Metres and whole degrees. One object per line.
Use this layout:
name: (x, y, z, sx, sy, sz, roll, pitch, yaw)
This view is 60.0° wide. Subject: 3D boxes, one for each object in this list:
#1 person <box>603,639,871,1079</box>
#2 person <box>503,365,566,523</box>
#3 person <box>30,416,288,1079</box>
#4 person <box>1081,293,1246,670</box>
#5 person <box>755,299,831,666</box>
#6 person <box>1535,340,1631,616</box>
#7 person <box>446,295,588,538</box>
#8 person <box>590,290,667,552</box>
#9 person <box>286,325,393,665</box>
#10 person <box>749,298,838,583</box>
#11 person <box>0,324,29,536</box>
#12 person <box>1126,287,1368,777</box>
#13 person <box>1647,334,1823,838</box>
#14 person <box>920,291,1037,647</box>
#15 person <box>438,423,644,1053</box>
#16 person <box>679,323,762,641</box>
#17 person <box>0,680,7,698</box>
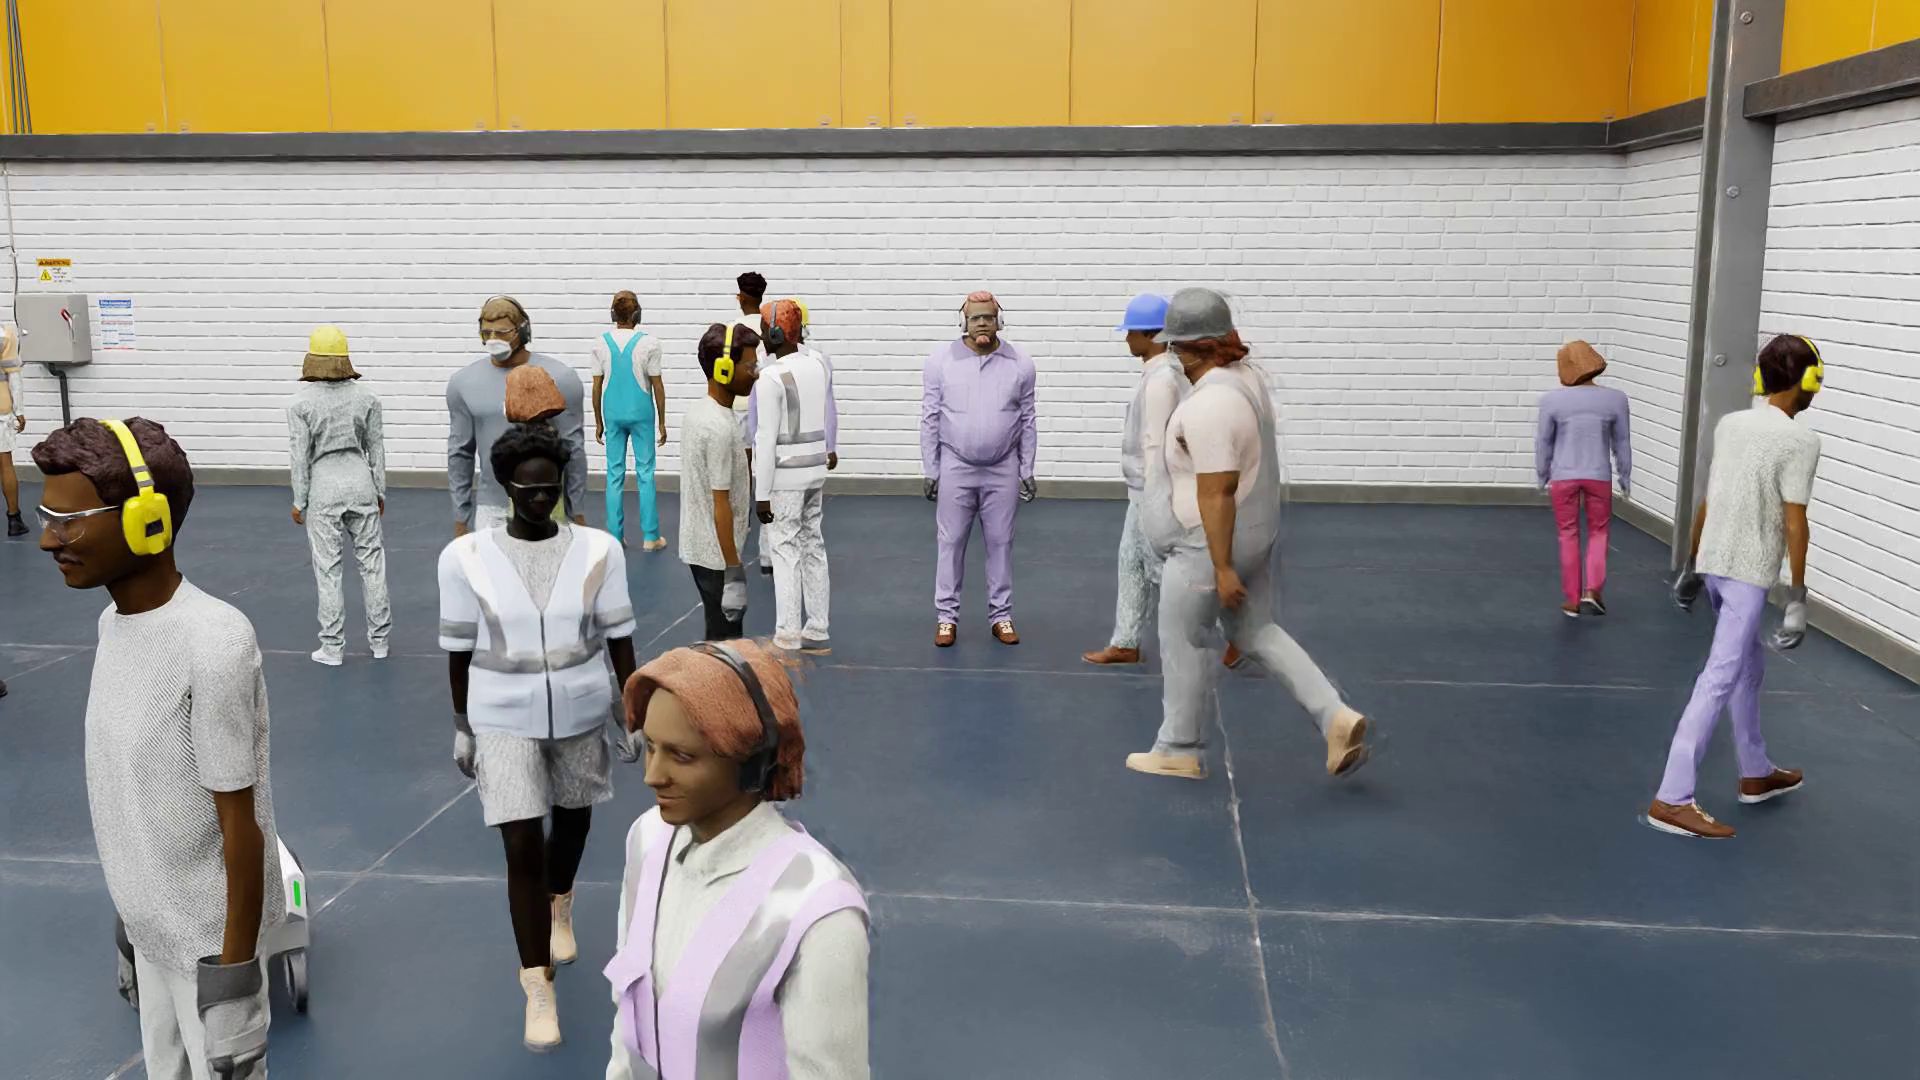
person: (-0.306, 0.927, 2.292, 0.364, 1.629, 0.540, -7, 12, -36)
person: (-1.834, 0.058, 7.244, 0.276, 1.633, 0.507, -3, 10, -15)
person: (-1.334, 0.713, 2.860, 0.510, 1.861, 0.324, 9, 13, 41)
person: (1.064, -0.262, 8.286, 0.820, 1.923, 0.614, 1, 10, 7)
person: (-0.870, -0.292, 8.555, 0.357, 1.880, 0.576, 5, 11, 28)
person: (3.588, -0.343, 9.590, 0.534, 1.616, 0.401, 2, 10, 13)
person: (-2.008, -0.146, 7.581, 0.639, 1.928, 0.374, 0, 10, 2)
person: (-2.320, -0.826, 11.702, 0.513, 1.845, 0.334, 0, 10, 2)
person: (-3.202, -0.229, 8.573, 0.484, 1.745, 0.298, -7, 12, -36)
person: (-1.067, -0.636, 10.689, 0.591, 1.822, 0.404, 3, 10, 15)
person: (-7.222, -0.974, 12.287, 0.551, 1.935, 0.362, -5, 11, -27)
person: (1.135, -0.023, 6.543, 0.912, 2.000, 0.702, 5, 11, 29)
person: (2.949, 0.156, 6.165, 0.916, 1.811, 0.647, -2, 10, -12)
person: (0.107, -0.376, 8.947, 0.639, 1.910, 0.406, -1, 10, -7)
person: (-1.175, 0.492, 4.684, 0.537, 1.666, 0.784, -5, 11, -25)
person: (-0.907, 0.095, 6.418, 0.340, 1.856, 0.527, -3, 10, -17)
person: (-4.754, -0.170, 7.671, 0.545, 1.942, 0.351, -4, 11, -22)
